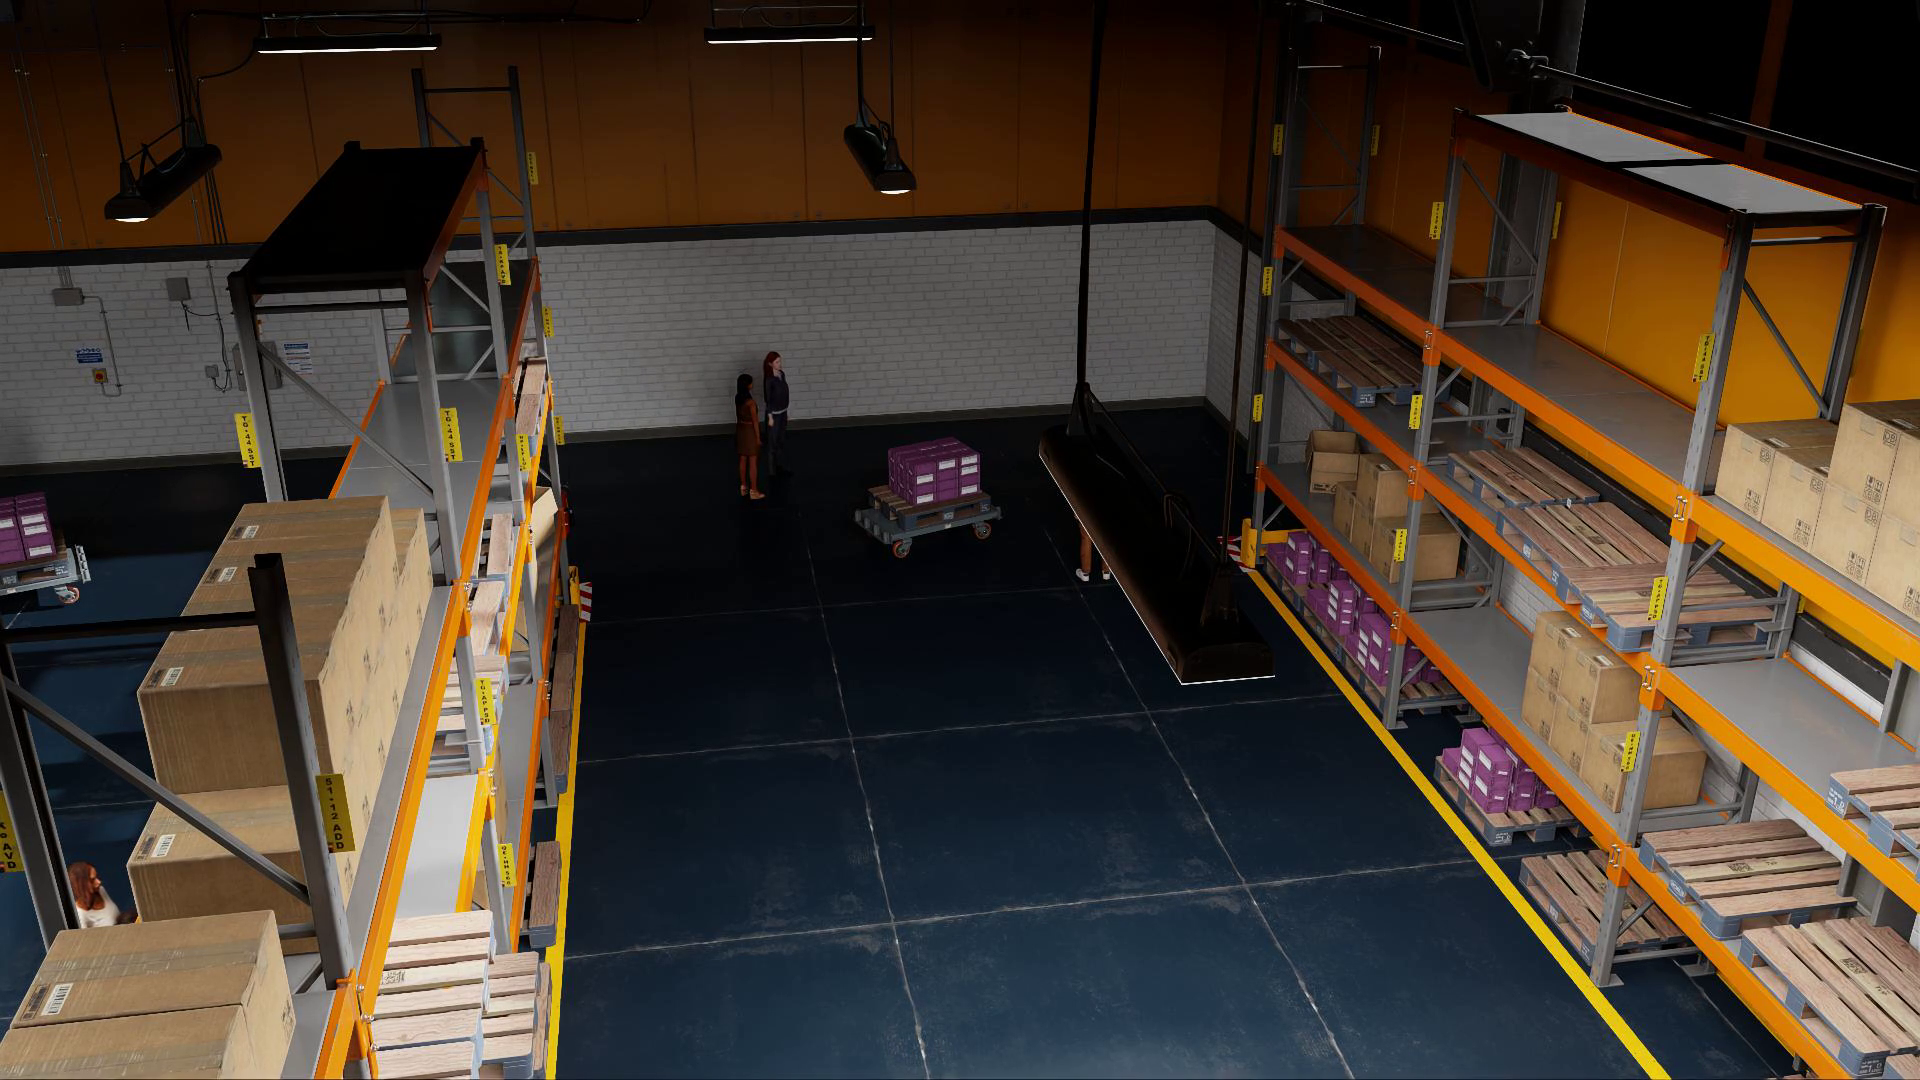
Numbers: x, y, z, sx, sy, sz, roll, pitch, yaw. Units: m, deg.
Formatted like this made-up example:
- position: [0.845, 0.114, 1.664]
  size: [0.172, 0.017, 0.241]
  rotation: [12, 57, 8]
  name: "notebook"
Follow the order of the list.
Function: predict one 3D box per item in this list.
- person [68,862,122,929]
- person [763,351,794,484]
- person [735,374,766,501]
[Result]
- position: [-6.059, 2.986, 11.759]
  size: [0.689, 1.682, 0.480]
  rotation: [-3, 24, -6]
  name: "person"
- position: [-2.463, -1.668, 22.285]
  size: [0.713, 1.779, 0.624]
  rotation: [12, 26, 25]
  name: "person"
- position: [-2.765, -1.356, 21.681]
  size: [0.697, 1.690, 0.599]
  rotation: [-20, 30, -38]
  name: "person"
